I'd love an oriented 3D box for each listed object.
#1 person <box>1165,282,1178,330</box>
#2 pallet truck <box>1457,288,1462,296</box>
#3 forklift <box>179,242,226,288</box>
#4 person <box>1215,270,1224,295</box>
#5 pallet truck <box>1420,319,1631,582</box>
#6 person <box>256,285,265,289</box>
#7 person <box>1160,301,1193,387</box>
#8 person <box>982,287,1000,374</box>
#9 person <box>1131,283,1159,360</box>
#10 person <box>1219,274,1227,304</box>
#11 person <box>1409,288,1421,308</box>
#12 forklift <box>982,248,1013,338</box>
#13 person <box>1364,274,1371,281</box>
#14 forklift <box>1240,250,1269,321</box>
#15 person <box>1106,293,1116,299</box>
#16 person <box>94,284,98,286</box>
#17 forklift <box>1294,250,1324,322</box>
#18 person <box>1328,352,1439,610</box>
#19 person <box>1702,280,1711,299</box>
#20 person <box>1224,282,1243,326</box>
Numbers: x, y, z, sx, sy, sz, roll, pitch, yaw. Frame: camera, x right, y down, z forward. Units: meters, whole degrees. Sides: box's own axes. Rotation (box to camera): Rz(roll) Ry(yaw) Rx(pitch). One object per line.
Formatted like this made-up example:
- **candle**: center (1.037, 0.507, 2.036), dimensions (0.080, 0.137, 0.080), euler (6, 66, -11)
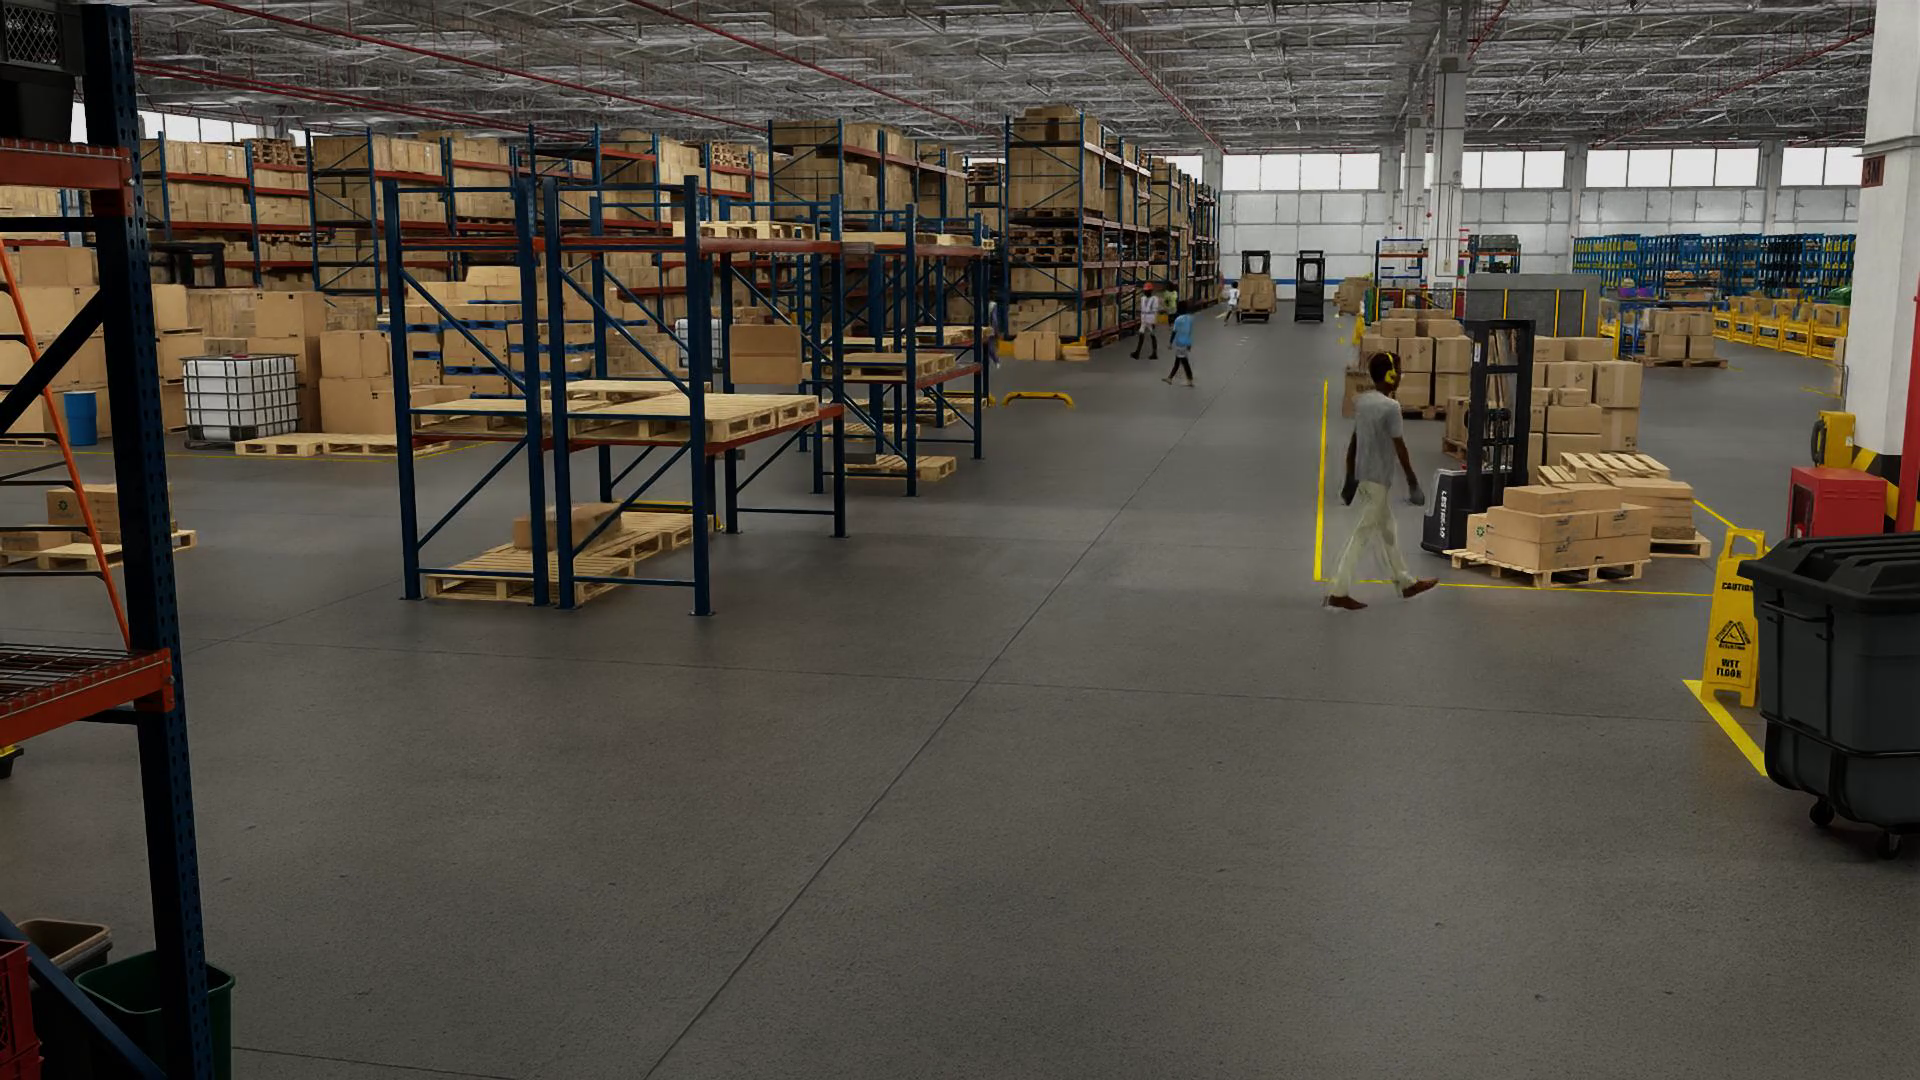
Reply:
- **person**: center (7.386, -8.147, 58.019), dimensions (0.520, 1.670, 0.365), euler (-3, 10, -19)
- **pallet truck**: center (20.506, -9.785, 68.819), dimensions (0.653, 1.274, 1.630), euler (2, 10, 12)
- **forklift**: center (-15.948, -4.898, 35.208), dimensions (1.129, 2.768, 1.873), euler (2, 10, 12)
- **person**: center (14.345, -14.167, 93.055), dimensions (0.663, 1.872, 0.737), euler (-3, 10, -16)
- **pallet truck**: center (4.543, -0.757, 13.299), dimensions (0.823, 1.965, 1.885), euler (-4, 10, -22)
- **person**: center (-18.407, -5.774, 43.599), dimensions (1.125, 1.801, 0.657), euler (3, 10, 16)
- **person**: center (4.254, -3.835, 32.538), dimensions (0.848, 1.656, 0.538), euler (6, 11, 33)
- **person**: center (0.589, -4.562, 36.133), dimensions (0.795, 1.901, 0.597), euler (-8, 13, -40)
- **person**: center (4.586, -5.362, 40.882), dimensions (0.572, 1.884, 0.972), euler (8, 13, 40)
- **person**: center (14.304, -13.866, 91.844), dimensions (0.913, 1.686, 0.489), euler (3, 10, 19)
- **person**: center (17.828, -9.415, 64.858), dimensions (0.968, 1.894, 0.623), euler (-6, 11, -31)
- **forklift**: center (0.991, -7.477, 50.479), dimensions (1.129, 2.768, 1.873), euler (2, 10, 12)
- **person**: center (18.302, -11.054, 74.799), dimensions (0.511, 1.816, 0.625), euler (3, 10, 18)
- **forklift**: center (11.898, -10.249, 66.899), dimensions (1.129, 2.768, 1.873), euler (2, 10, 12)
- **person**: center (6.747, -10.911, 74.207), dimensions (0.525, 1.737, 0.794), euler (5, 11, 26)
- **person**: center (-18.512, -4.548, 35.948), dimensions (1.046, 1.933, 0.629), euler (8, 12, 39)
- **forklift**: center (13.778, -10.002, 65.433), dimensions (1.129, 2.768, 1.873), euler (2, 10, 12)
- **person**: center (3.036, -0.409, 11.762), dimensions (0.968, 1.823, 0.519), euler (-2, 10, -13)
- **person**: center (32.743, -10.809, 73.228), dimensions (0.933, 1.862, 0.642), euler (1, 10, 8)
- **person**: center (10.131, -8.756, 61.703), dimensions (0.878, 1.658, 0.539), euler (-9, 13, -43)
